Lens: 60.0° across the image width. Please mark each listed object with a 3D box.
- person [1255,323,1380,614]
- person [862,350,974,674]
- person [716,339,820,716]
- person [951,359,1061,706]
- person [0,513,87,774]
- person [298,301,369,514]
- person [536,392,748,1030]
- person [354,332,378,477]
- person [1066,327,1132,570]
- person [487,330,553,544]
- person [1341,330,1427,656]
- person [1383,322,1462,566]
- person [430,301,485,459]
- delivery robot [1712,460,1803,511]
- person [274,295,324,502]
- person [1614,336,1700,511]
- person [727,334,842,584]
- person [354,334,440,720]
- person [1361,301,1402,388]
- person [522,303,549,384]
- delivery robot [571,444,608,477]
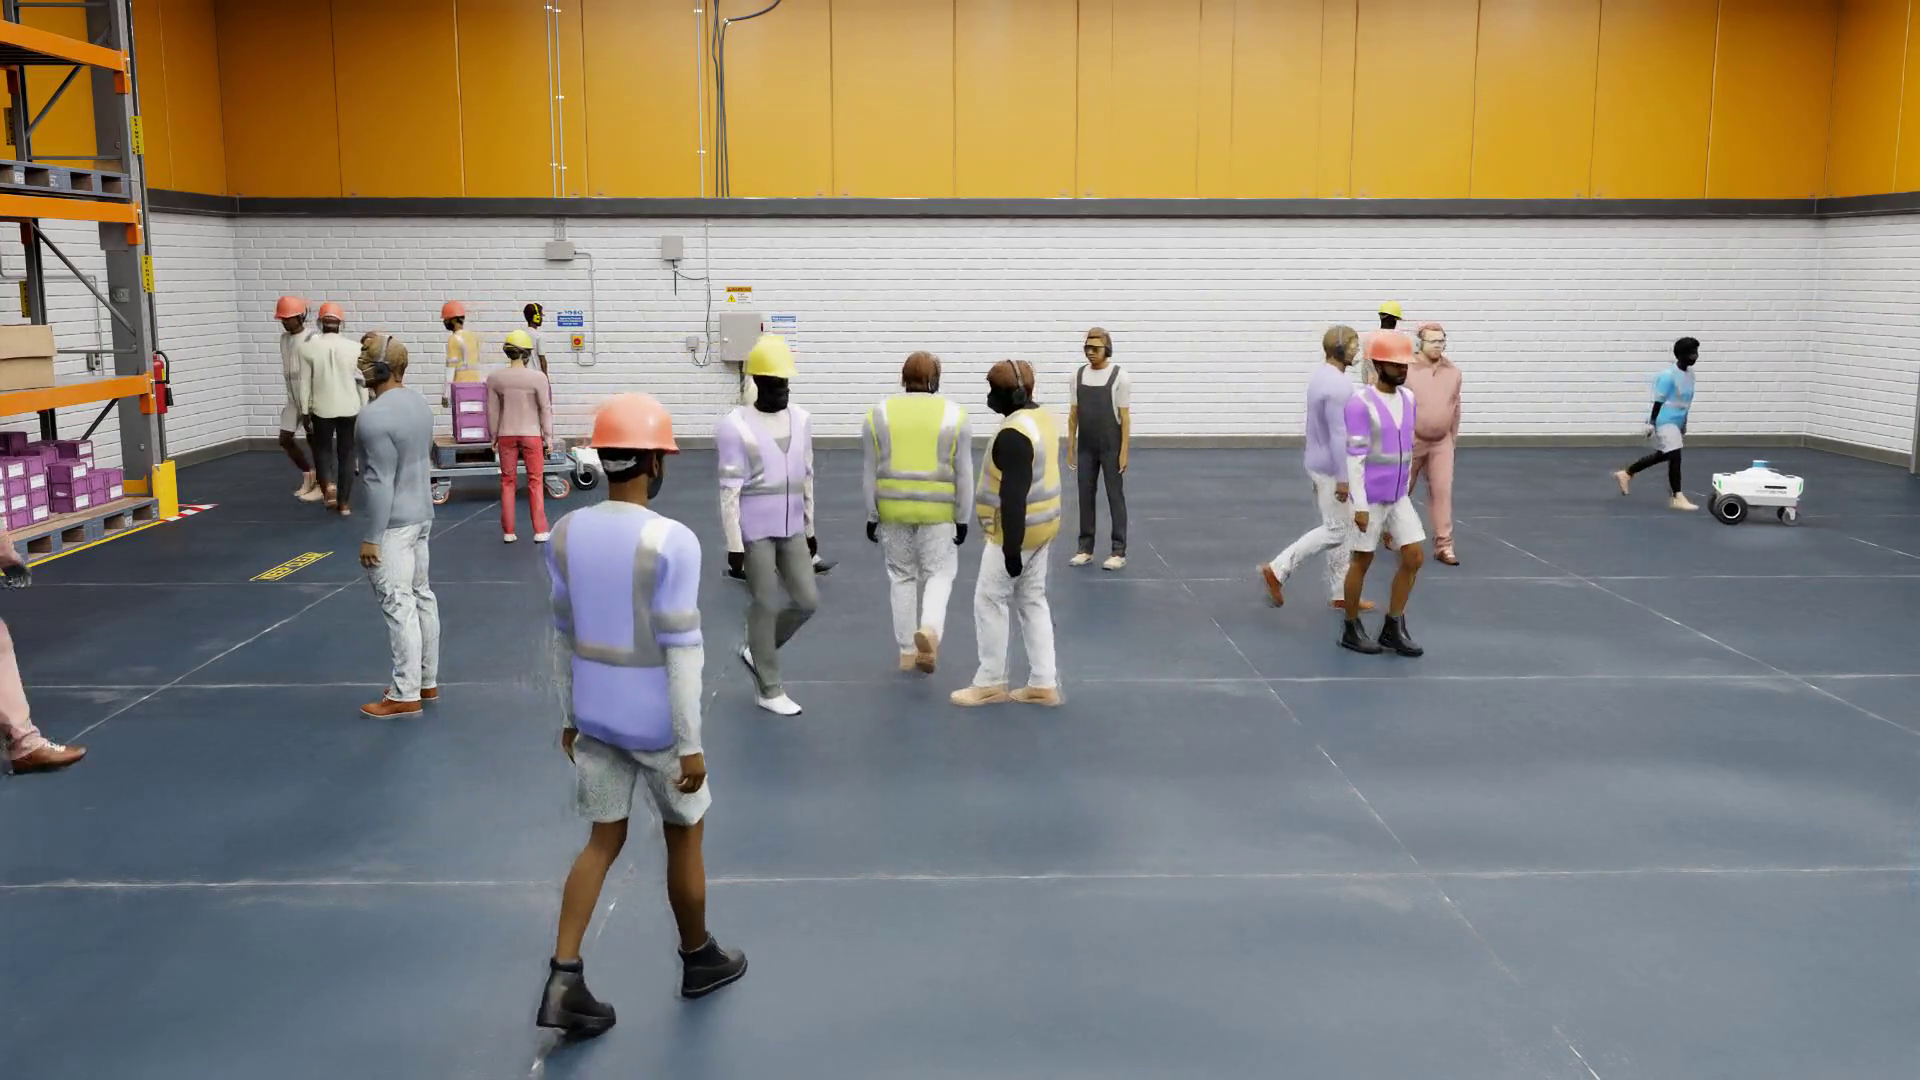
[{"bbox_3d":[2.367,-0.451,10.848,0.746,1.924,0.637,1,9,6],"label":"person"},{"bbox_3d":[-0.241,-0.135,9.224,0.628,1.822,0.631,1,9,6],"label":"person"},{"bbox_3d":[-0.964,-0.061,8.466,0.447,1.914,0.615,9,13,43],"label":"person"},{"bbox_3d":[0.265,-0.022,8.569,0.577,1.813,0.682,3,10,18],"label":"person"},{"bbox_3d":[-4.386,0.131,7.421,0.899,1.873,0.650,-4,10,-25],"label":"person"},{"bbox_3d":[-5.732,-1.191,15.257,0.611,1.971,0.568,-4,10,-24],"label":"person"},{"bbox_3d":[-0.980,0.516,4.958,0.557,1.913,0.804,5,11,28],"label":"person"},{"bbox_3d":[-6.393,-1.475,18.151,0.575,1.576,0.864,2,9,10],"label":"person"},{"bbox_3d":[1.052,-0.687,12.572,0.504,1.836,0.359,6,11,32],"label":"person"},{"bbox_3d":[-3.627,-0.847,13.752,0.534,1.766,0.317,0,9,2],"label":"person"},{"bbox_3d":[2.483,-0.257,9.666,0.567,1.911,0.648,-6,11,-32],"label":"person"},{"bbox_3d":[3.618,-0.782,13.074,0.660,1.864,0.989,-1,9,-8],"label":"person"},{"bbox_3d":[-5.593,-1.670,18.371,0.954,1.895,0.571,2,9,9],"label":"person"},{"bbox_3d":[7.110,-0.467,14.830,0.707,0.478,0.477,3,10,17],"label":"delivery robot"},{"bbox_3d":[-6.385,-1.358,16.124,0.614,2.010,0.465,5,11,29],"label":"person"},{"bbox_3d":[6.665,-1.128,15.839,0.544,1.651,0.840,-8,12,-41],"label":"person"},{"bbox_3d":[-1.278,-0.562,11.890,0.902,1.792,0.613,1,9,8],"label":"person"},{"bbox_3d":[-2.861,-0.065,8.420,0.367,1.940,0.634,1,9,4],"label":"person"},{"bbox_3d":[4.643,-1.645,18.175,0.381,1.918,0.585,-6,11,-31],"label":"person"},{"bbox_3d":[-4.997,-1.842,19.527,0.516,1.871,0.325,7,12,36],"label":"person"},{"bbox_3d":[-3.661,-0.862,17.255,0.707,0.478,0.477,-3,10,-16],"label":"delivery robot"}]
